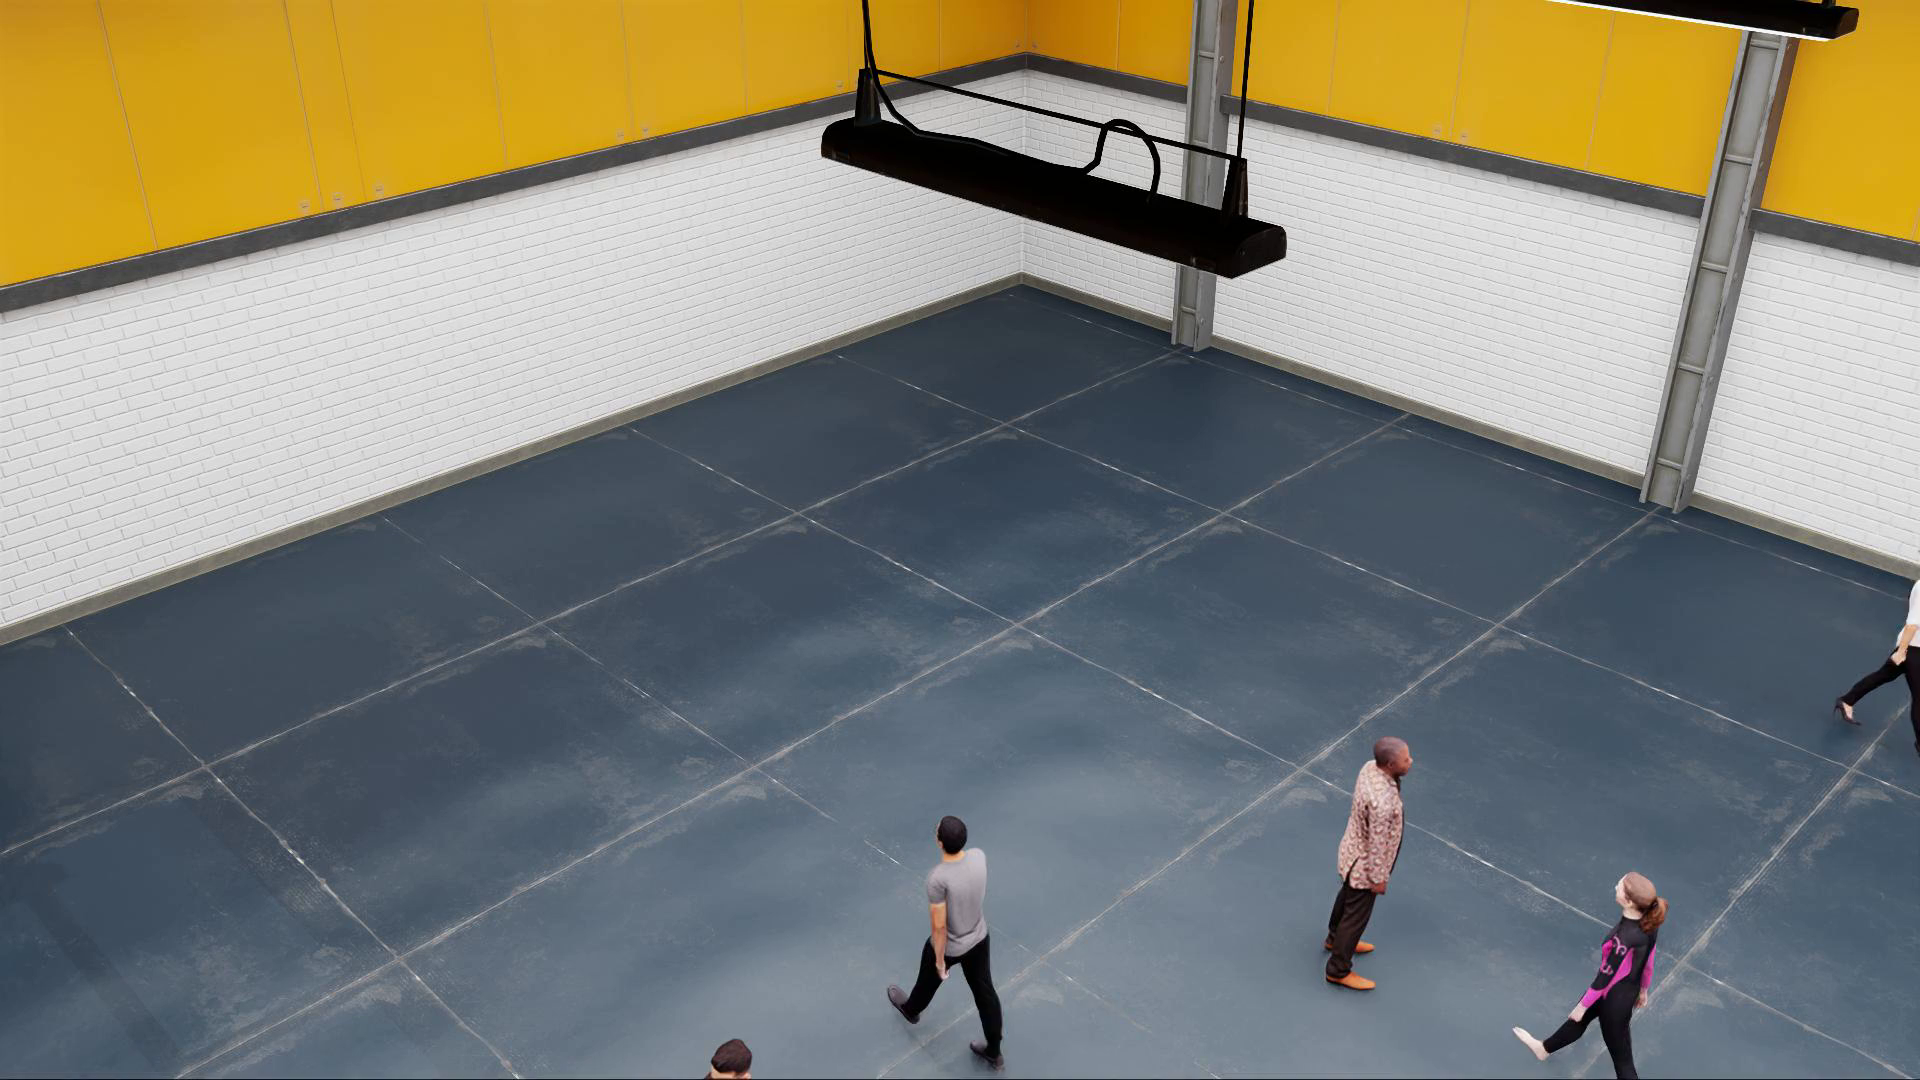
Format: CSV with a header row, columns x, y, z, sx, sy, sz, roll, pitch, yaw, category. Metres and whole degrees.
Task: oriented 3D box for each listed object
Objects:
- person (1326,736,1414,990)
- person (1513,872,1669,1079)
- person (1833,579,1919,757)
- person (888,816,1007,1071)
x,y,z,sx,sy,sz,roll,pitch,yaw,category
2.544,2.001,10.489,0.795,1.797,0.777,5,29,9,person
3.784,2.651,9.392,0.595,1.705,1.099,-26,38,-38,person
7.202,0.803,12.735,0.641,1.749,1.110,-23,36,-36,person
0.045,2.411,9.827,0.694,1.710,1.144,-22,36,-35,person
